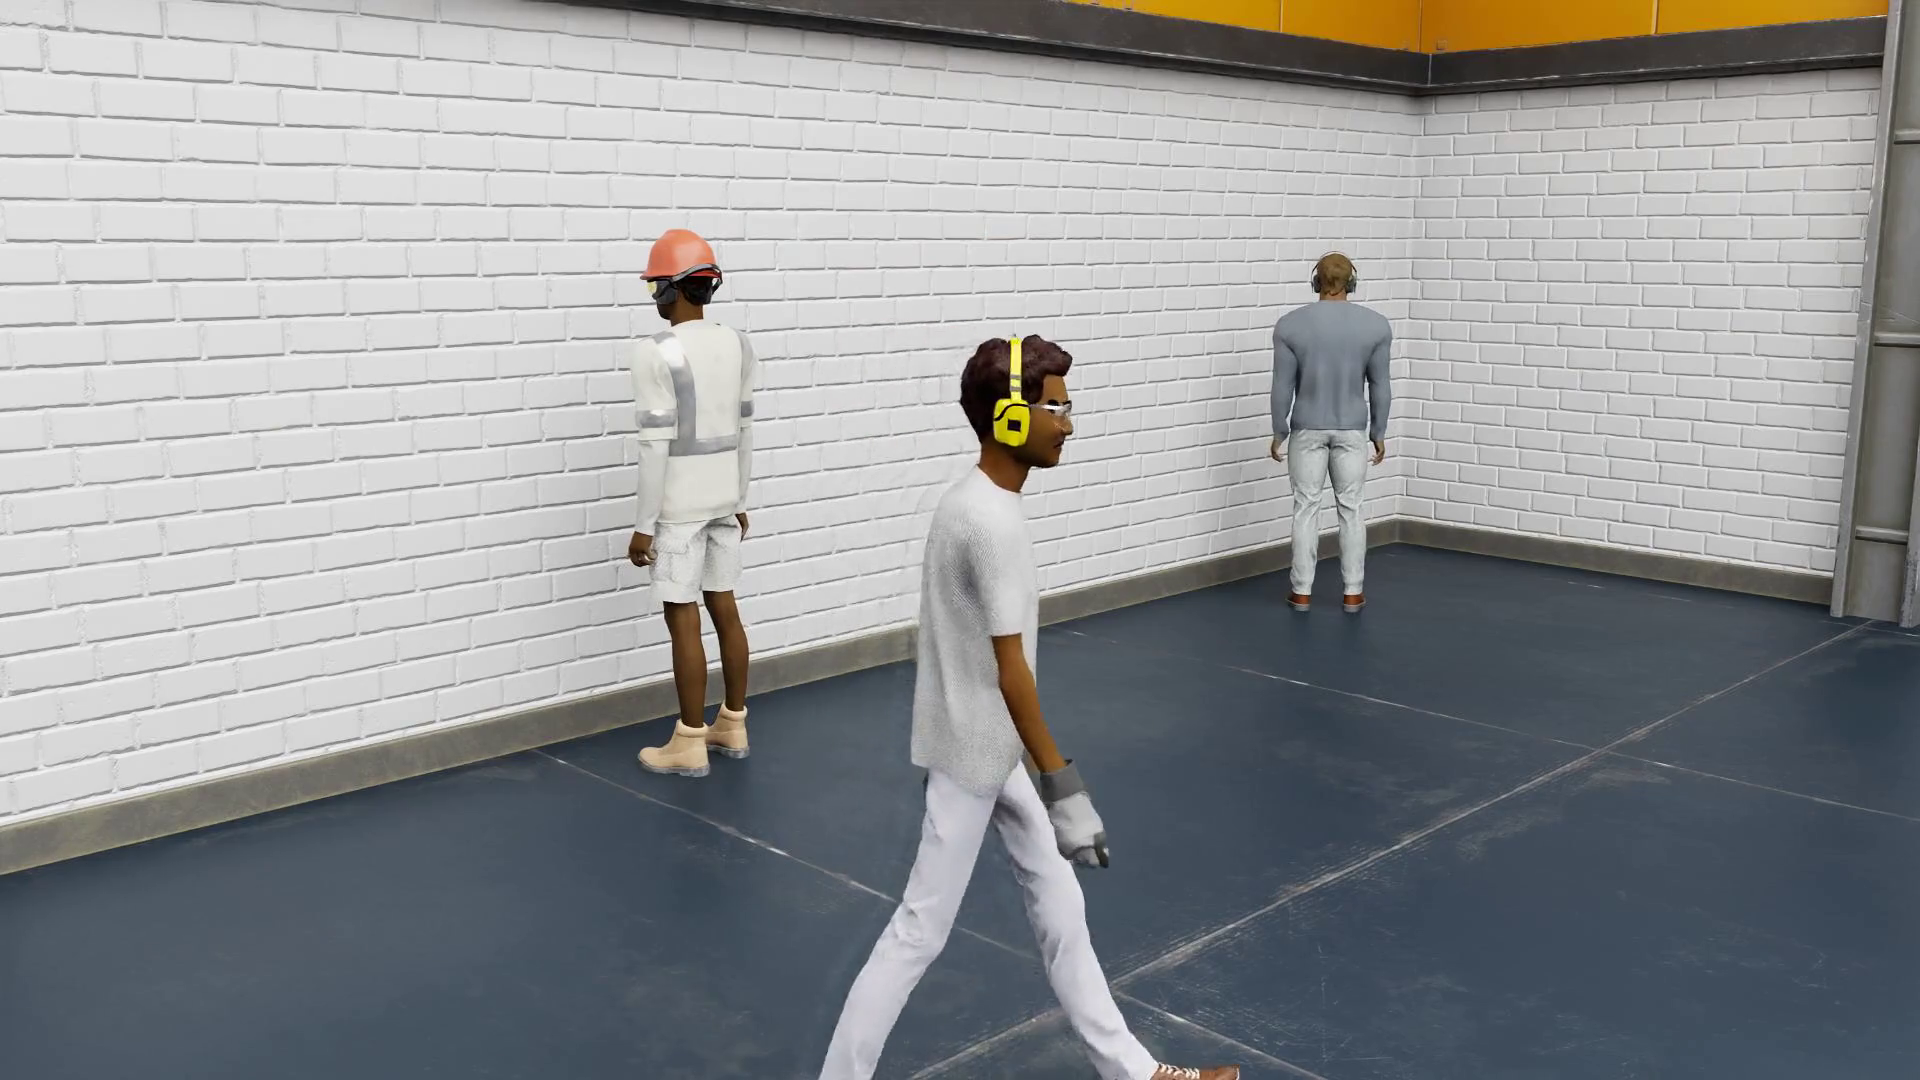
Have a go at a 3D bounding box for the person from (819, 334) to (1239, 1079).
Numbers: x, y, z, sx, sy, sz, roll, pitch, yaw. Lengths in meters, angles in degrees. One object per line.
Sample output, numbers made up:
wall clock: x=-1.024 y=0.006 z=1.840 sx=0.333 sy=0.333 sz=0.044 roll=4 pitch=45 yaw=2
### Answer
person: x=0.106 y=0.481 z=3.552 sx=0.993 sy=1.815 sz=0.537 roll=1 pitch=10 yaw=4

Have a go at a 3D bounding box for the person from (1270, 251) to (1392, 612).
person: x=1.986 y=-0.574 z=8.954 sx=0.635 sy=1.936 sz=0.352 roll=1 pitch=10 yaw=8

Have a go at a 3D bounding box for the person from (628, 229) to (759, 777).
person: x=-1.022 y=-0.134 z=6.266 sx=0.374 sy=2.043 sz=0.614 roll=6 pitch=12 yaw=31
